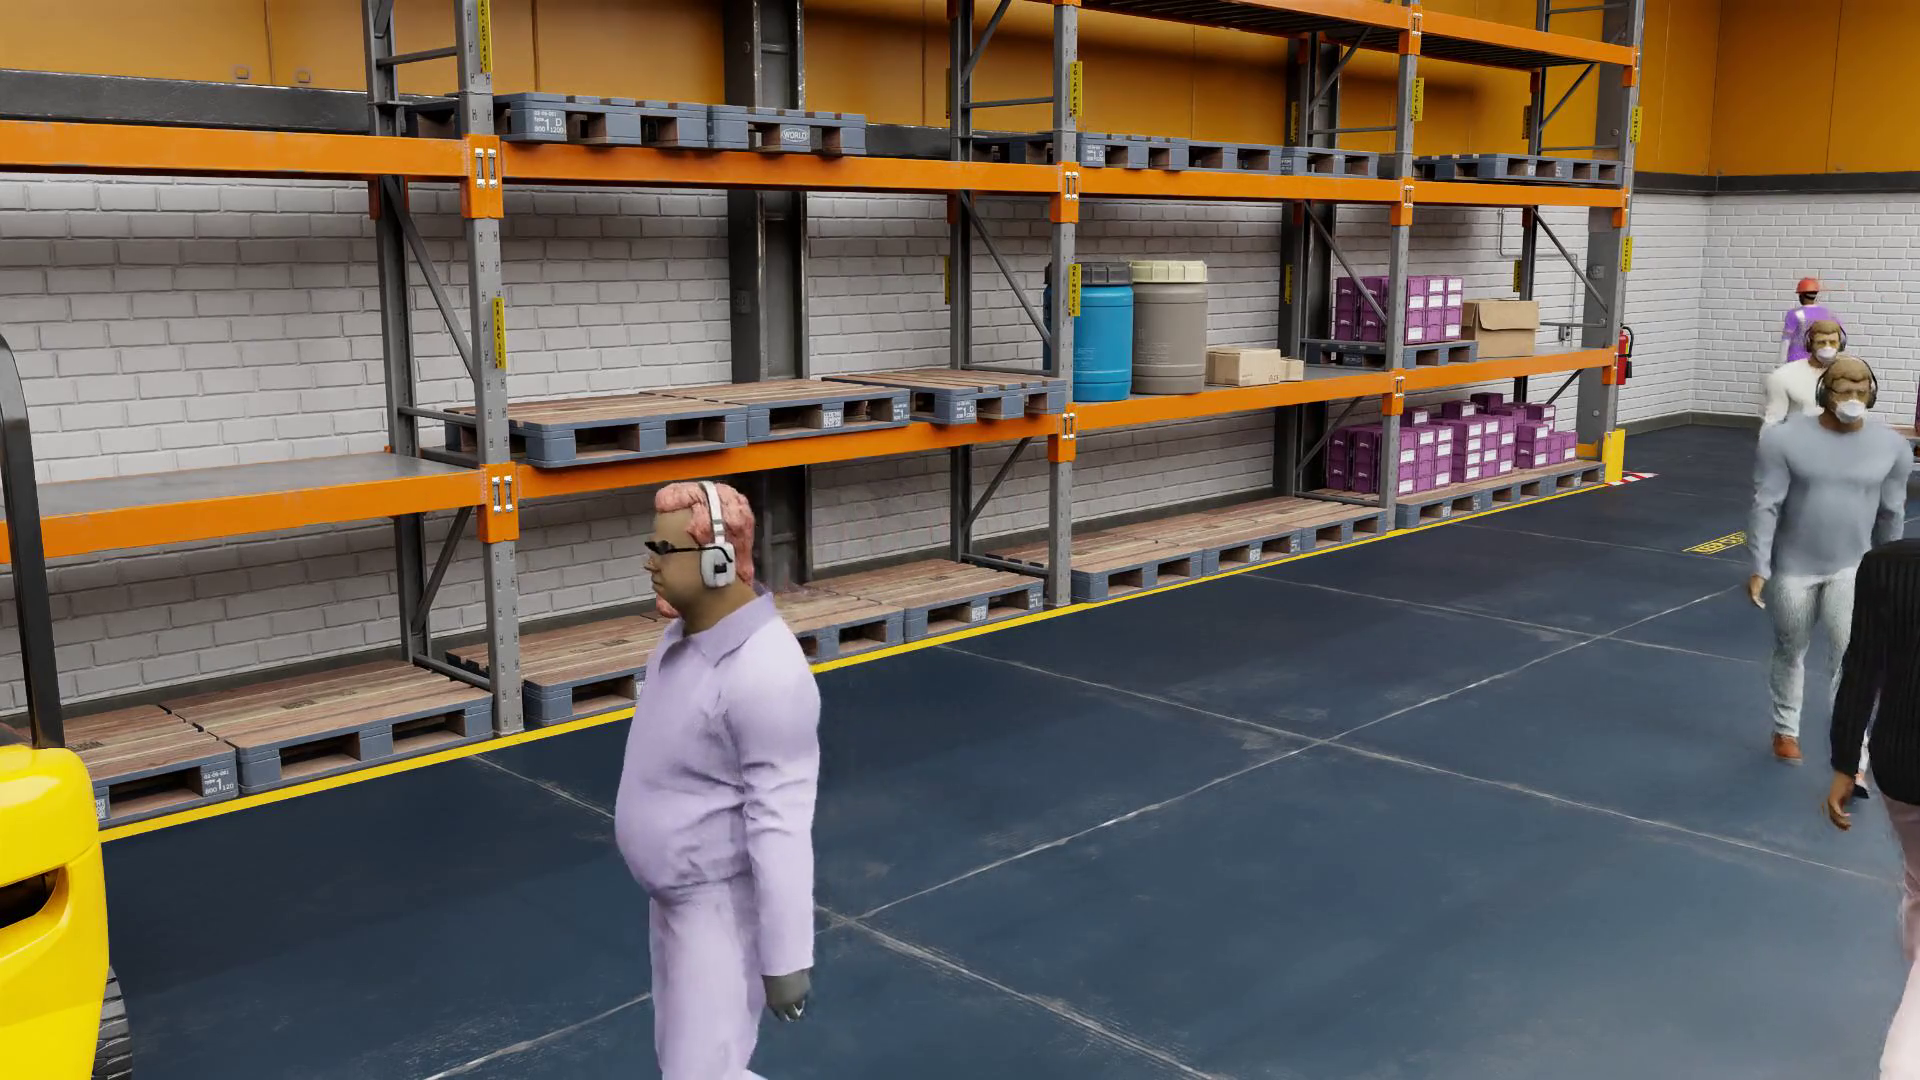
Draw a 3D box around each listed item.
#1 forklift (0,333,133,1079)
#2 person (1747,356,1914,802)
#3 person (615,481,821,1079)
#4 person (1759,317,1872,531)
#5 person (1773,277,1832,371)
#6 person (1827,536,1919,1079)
[{"bbox_3d":[-3.289,0.485,4.582,1.214,2.155,2.313,-10,14,-44],"label":"forklift"},{"bbox_3d":[3.766,0.151,7.246,0.648,1.877,1.032,3,11,18],"label":"person"},{"bbox_3d":[-0.493,0.797,3.712,0.564,1.890,0.649,-4,11,-22],"label":"person"},{"bbox_3d":[5.542,-0.511,10.856,0.636,1.902,0.983,4,11,19],"label":"person"},{"bbox_3d":[9.764,-2.082,19.332,0.552,1.923,0.470,-2,11,-12],"label":"person"},{"bbox_3d":[2.688,0.630,4.481,1.014,1.954,0.641,-9,13,-39],"label":"person"}]
